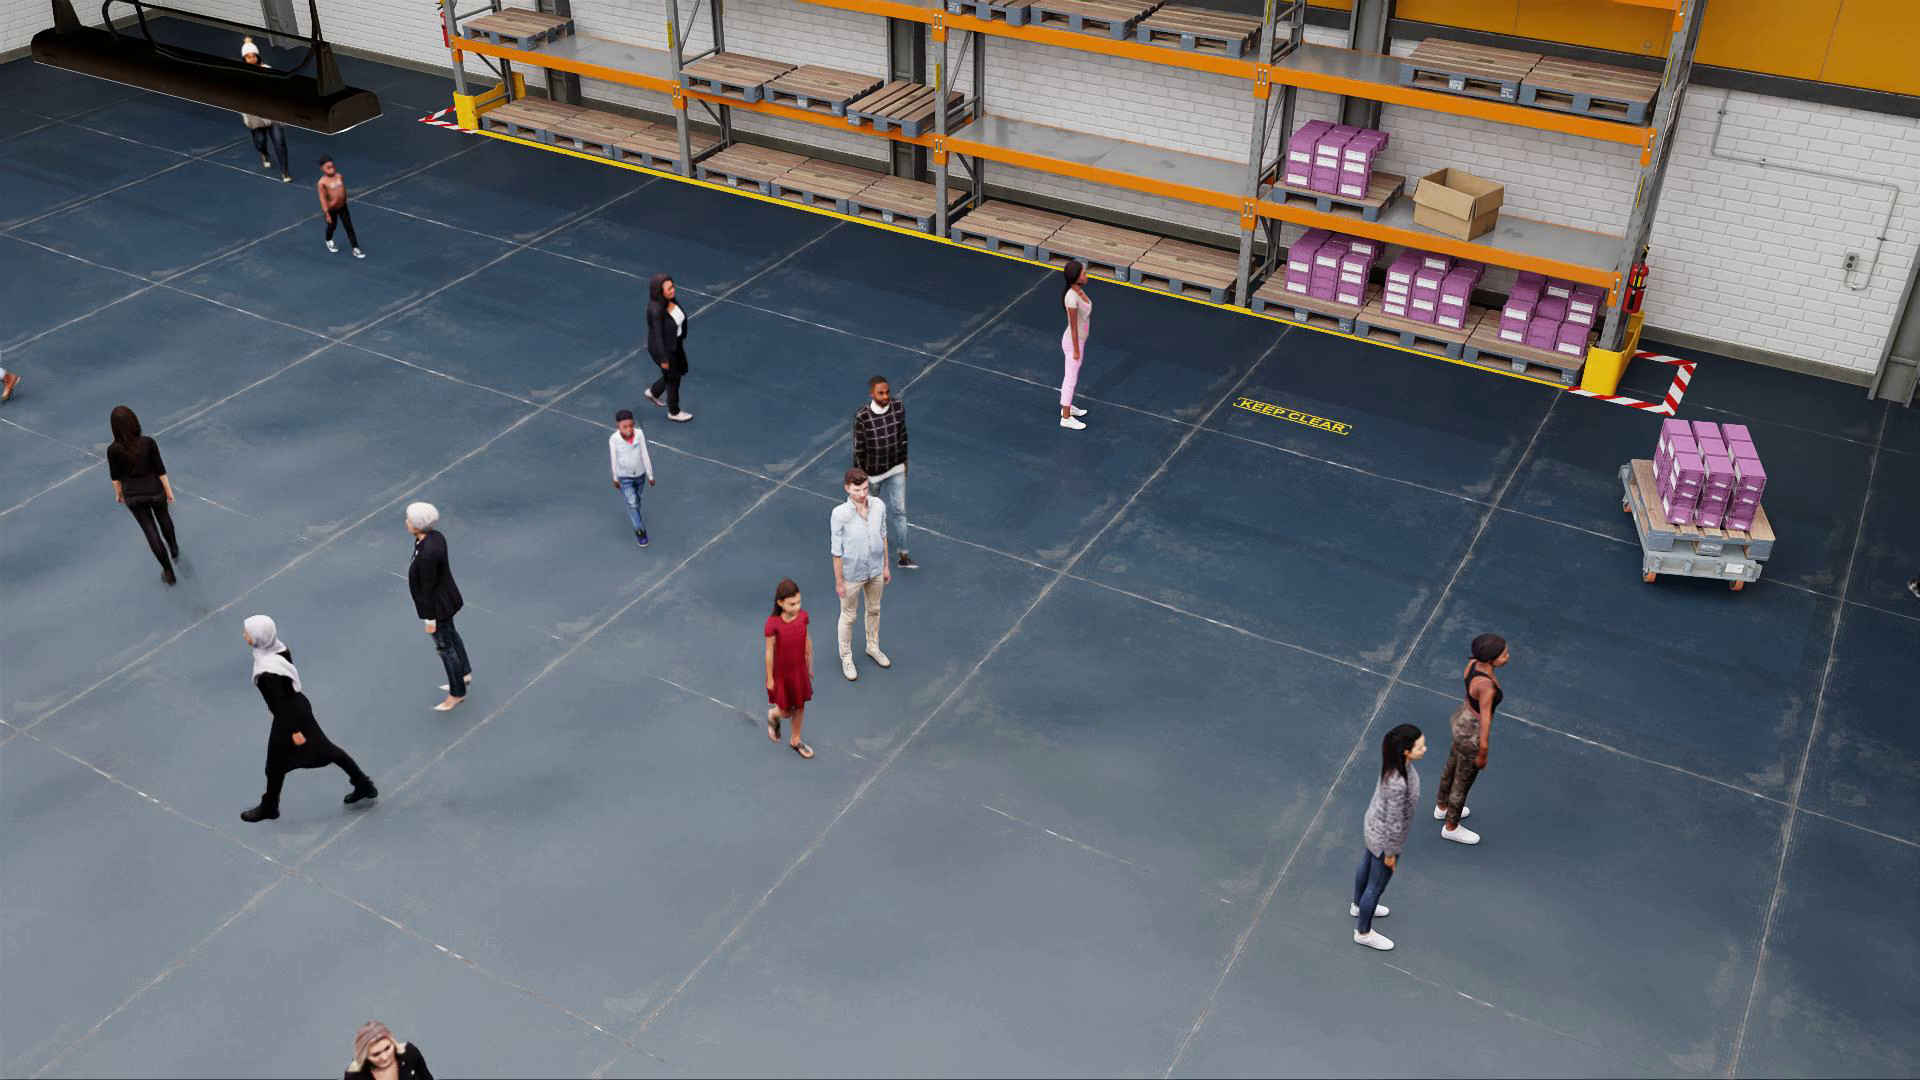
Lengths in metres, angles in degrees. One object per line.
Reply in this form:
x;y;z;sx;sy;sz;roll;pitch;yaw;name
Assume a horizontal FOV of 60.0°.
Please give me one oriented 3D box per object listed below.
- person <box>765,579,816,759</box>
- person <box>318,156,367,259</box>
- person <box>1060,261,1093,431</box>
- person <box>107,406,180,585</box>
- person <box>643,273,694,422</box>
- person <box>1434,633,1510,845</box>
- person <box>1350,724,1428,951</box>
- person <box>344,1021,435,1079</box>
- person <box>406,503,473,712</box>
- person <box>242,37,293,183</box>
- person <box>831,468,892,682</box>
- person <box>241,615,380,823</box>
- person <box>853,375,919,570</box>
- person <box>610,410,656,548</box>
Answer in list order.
-1.308;0.917;12.322;0.695;1.544;0.817;-22;39;-29;person
-7.560;-4.024;20.034;0.920;1.236;0.597;23;40;30;person
1.127;-1.949;16.456;0.640;1.741;0.640;3;34;5;person
-6.913;-0.344;14.152;0.767;1.619;0.943;-23;40;-31;person
-2.983;-1.911;16.522;0.879;1.604;0.804;4;34;5;person
3.543;1.346;11.536;0.672;1.700;0.658;2;34;2;person
2.745;1.869;10.721;0.651;1.731;0.676;5;34;7;person
-2.997;3.130;8.889;0.869;1.659;1.128;-23;40;-31;person
-3.980;0.507;12.589;0.787;1.780;0.838;-4;34;-7;person
-9.215;-5.700;21.982;1.009;1.871;1.125;-15;36;-21;person
-0.776;0.232;13.079;0.732;1.847;0.717;-19;38;-26;person
-4.574;1.260;11.641;1.216;1.726;1.120;-6;34;-10;person
-0.720;-0.654;14.479;1.158;1.773;1.293;-13;36;-18;person
-2.956;-0.629;14.928;0.807;1.234;0.943;-14;36;-20;person
